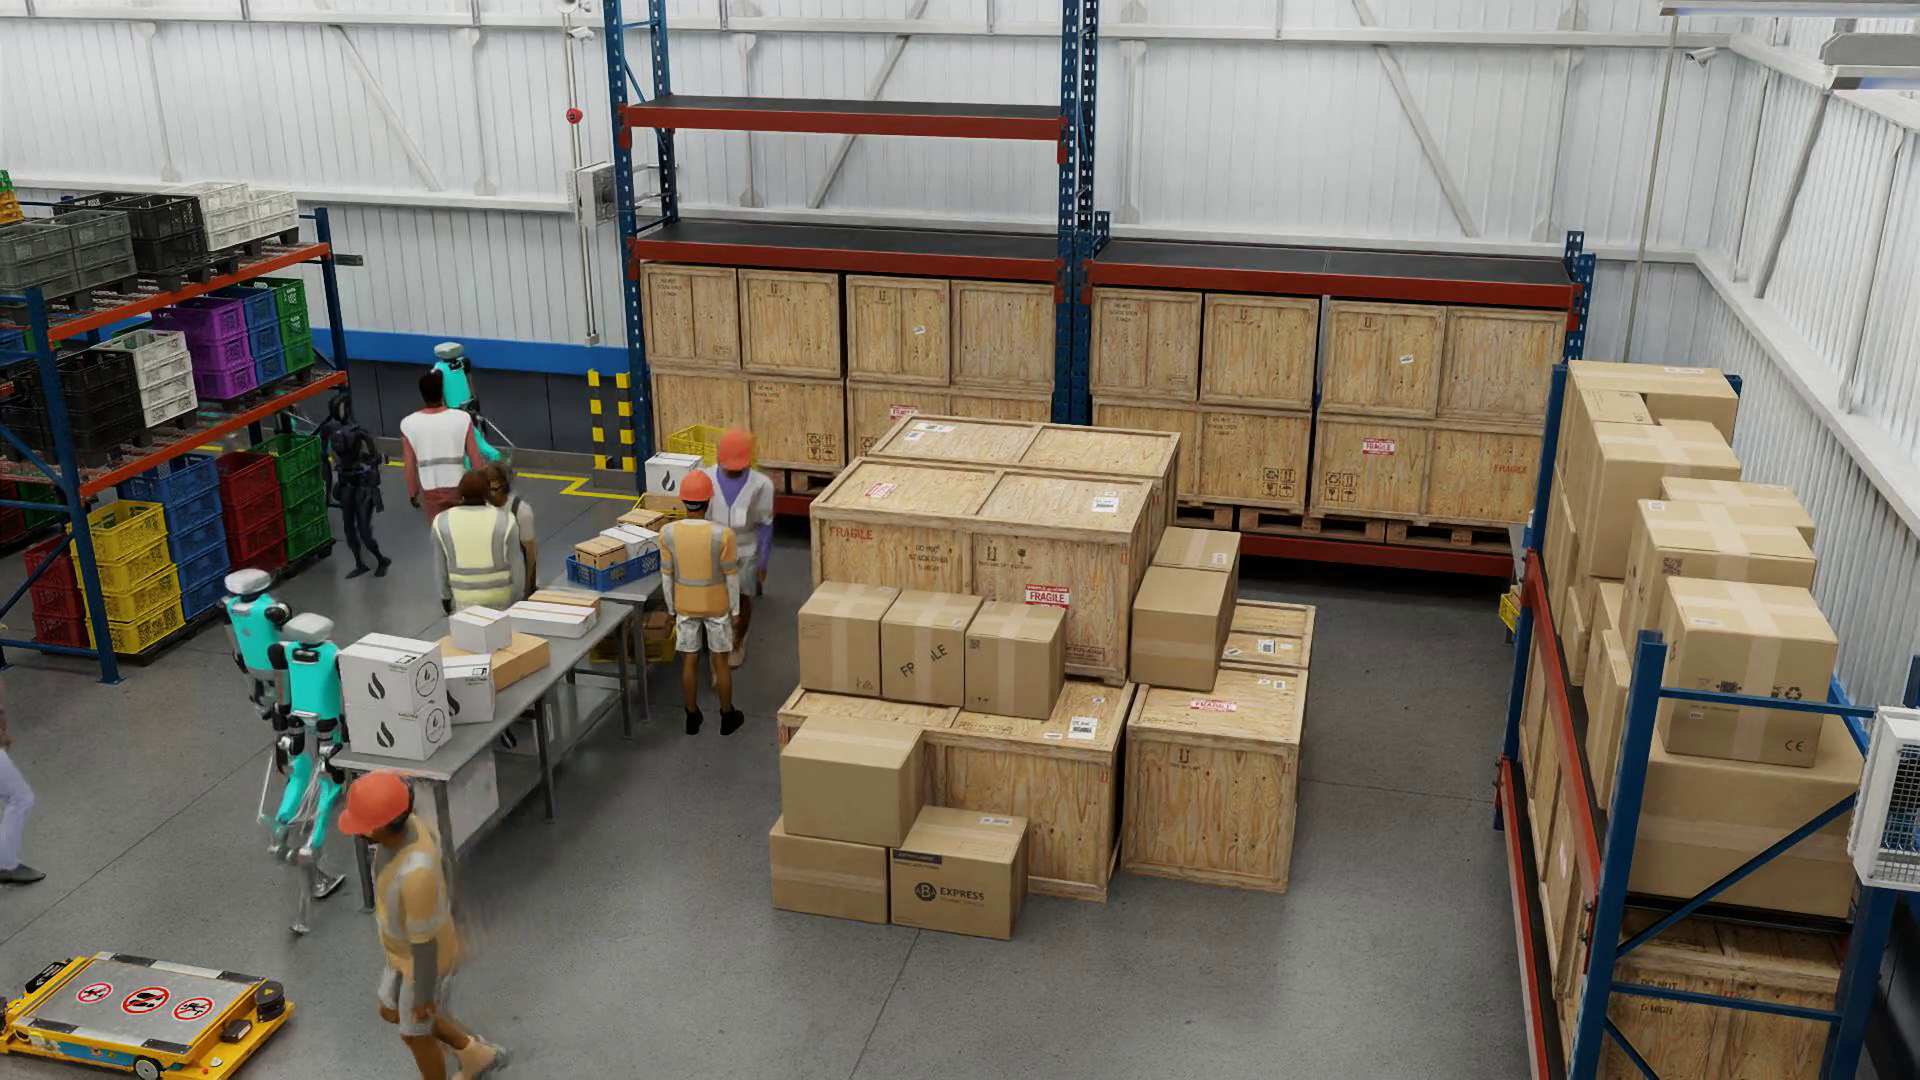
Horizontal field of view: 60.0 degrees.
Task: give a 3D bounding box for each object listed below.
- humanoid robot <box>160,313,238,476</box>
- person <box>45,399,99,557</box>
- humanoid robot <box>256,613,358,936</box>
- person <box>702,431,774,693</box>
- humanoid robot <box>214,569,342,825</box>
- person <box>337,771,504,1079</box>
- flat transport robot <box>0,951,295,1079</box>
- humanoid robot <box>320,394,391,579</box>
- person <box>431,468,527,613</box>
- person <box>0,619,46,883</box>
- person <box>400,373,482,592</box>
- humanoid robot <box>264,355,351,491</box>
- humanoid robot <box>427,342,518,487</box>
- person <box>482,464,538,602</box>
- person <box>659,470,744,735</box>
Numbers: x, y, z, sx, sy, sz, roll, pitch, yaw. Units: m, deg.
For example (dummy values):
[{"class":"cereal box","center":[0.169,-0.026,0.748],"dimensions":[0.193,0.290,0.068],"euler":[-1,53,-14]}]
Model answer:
[{"class":"humanoid robot","center":[-7.555,-1.378,16.735],"dimensions":[0.764,1.879,0.542],"euler":[-4,21,-9]},{"class":"person","center":[-7.529,-0.489,14.098],"dimensions":[0.512,1.862,0.311],"euler":[11,23,26]},{"class":"humanoid robot","center":[-3.764,1.407,9.438],"dimensions":[0.554,1.872,0.828],"euler":[5,21,12]},{"class":"person","center":[-1.709,0.149,12.276],"dimensions":[0.686,1.974,1.004],"euler":[-1,21,-2]},{"class":"humanoid robot","center":[-4.190,0.930,10.533],"dimensions":[0.561,1.733,0.883],"euler":[8,22,20]},{"class":"person","center":[-2.494,1.901,7.627],"dimensions":[0.517,2.013,0.660],"euler":[-10,23,-25]},{"class":"flat transport robot","center":[-4.270,2.464,8.601],"dimensions":[1.431,0.231,0.659],"euler":[5,22,13]},{"class":"humanoid robot","center":[-5.205,-0.455,14.300],"dimensions":[0.593,1.665,0.421],"euler":[6,22,14]},{"class":"person","center":[-3.410,0.391,11.859],"dimensions":[0.630,1.822,0.629],"euler":[-1,21,-3]},{"class":"person","center":[-5.730,1.219,9.808],"dimensions":[0.487,1.724,0.535],"euler":[-12,24,-29]},{"class":"person","center":[-4.313,-0.447,13.934],"dimensions":[0.611,1.897,0.510],"euler":[-8,22,-21]},{"class":"humanoid robot","center":[-6.226,-1.136,16.027],"dimensions":[0.989,1.781,0.530],"euler":[-4,21,-11]},{"class":"humanoid robot","center":[-4.441,-0.901,15.444],"dimensions":[0.776,1.854,0.541],"euler":[7,22,18]},{"class":"person","center":[-3.321,0.287,12.163],"dimensions":[0.504,1.786,0.913],"euler":[4,21,9]},{"class":"person","center":[-1.783,0.445,11.547],"dimensions":[0.542,1.938,0.352],"euler":[2,21,4]}]
